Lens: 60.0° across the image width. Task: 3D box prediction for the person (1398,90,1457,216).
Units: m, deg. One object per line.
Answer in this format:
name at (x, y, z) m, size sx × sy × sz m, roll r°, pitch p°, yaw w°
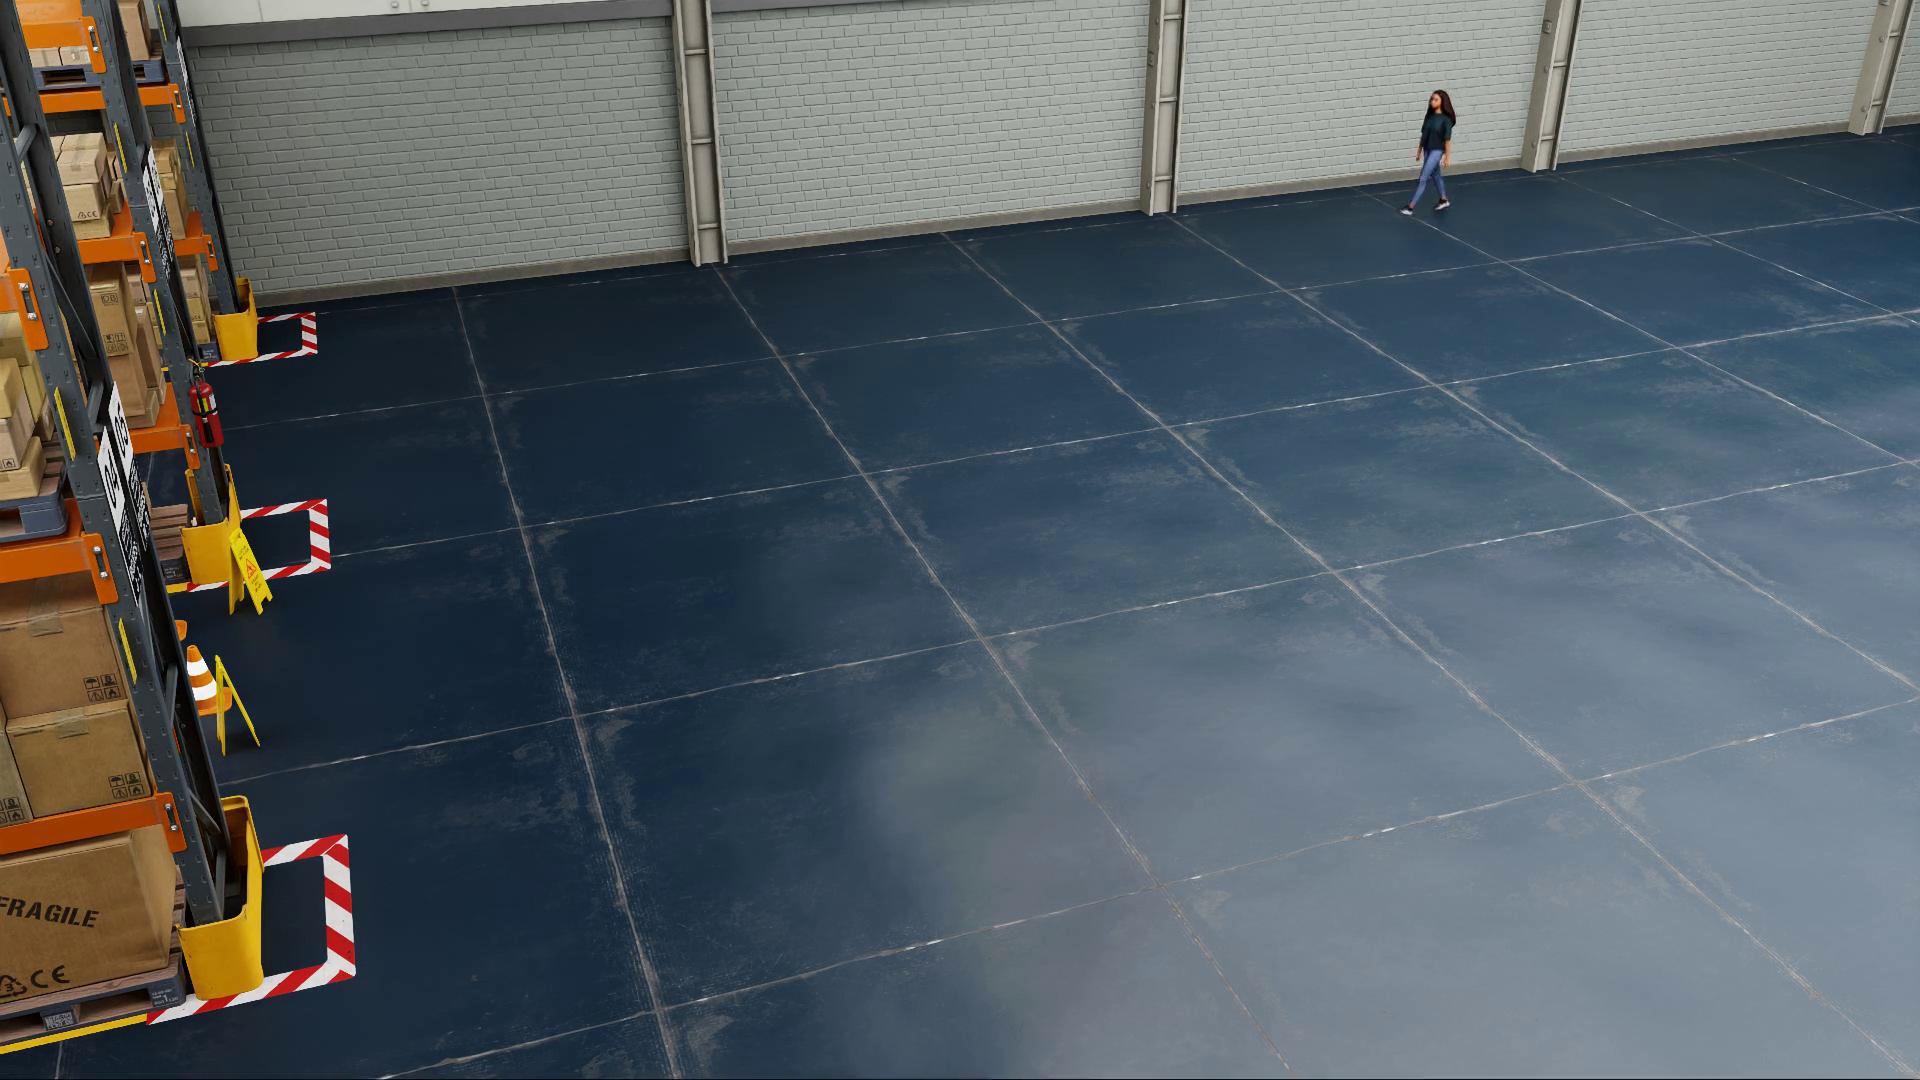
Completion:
person at (6.152, -4.972, 21.425) m, size 1.142 × 1.570 × 0.715 m, roll -15°, pitch 31°, yaw -25°
